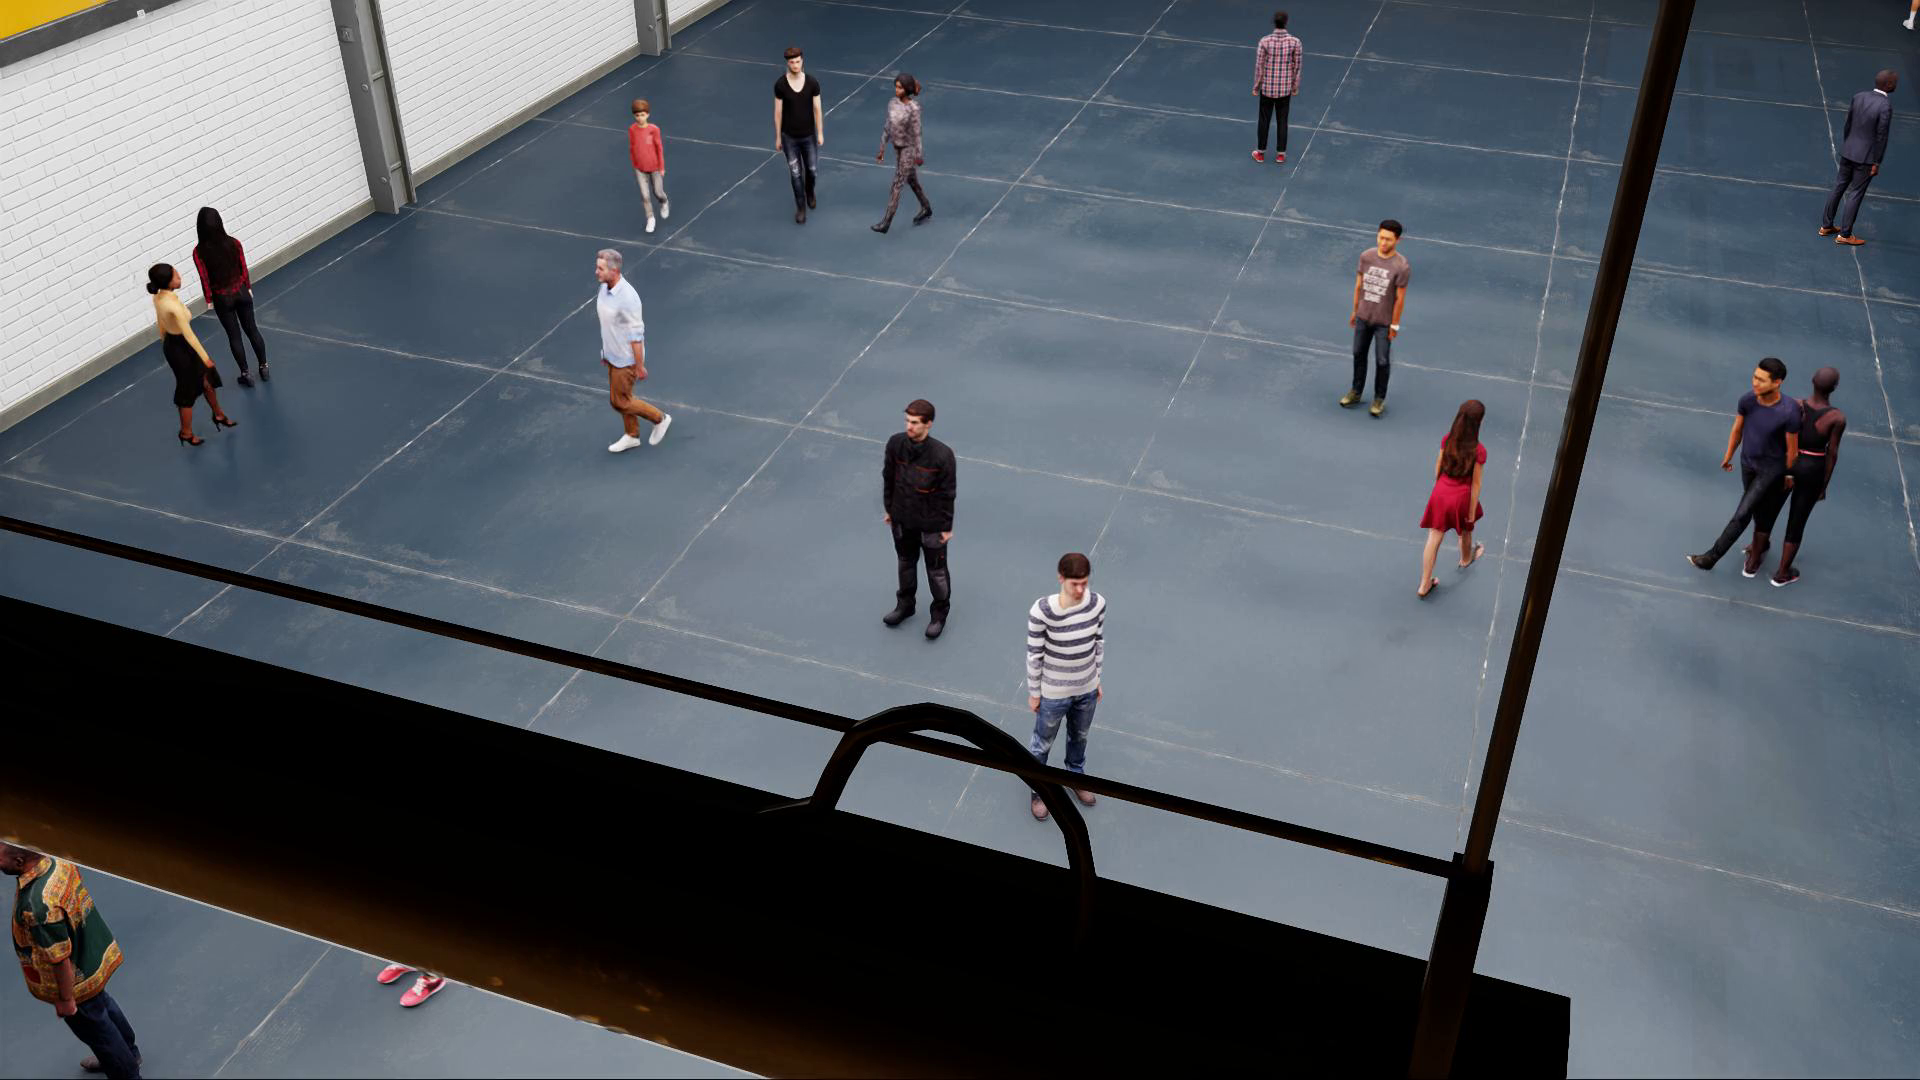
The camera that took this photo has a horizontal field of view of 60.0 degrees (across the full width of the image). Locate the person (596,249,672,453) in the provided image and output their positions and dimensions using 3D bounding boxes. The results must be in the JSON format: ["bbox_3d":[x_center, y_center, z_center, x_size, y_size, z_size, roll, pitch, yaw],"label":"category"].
[{"bbox_3d":[-2.712,-1.559,13.692,0.950,1.813,0.889,-20,38,-27],"label":"person"}]

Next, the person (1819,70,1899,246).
[{"bbox_3d":[9.415,-4.015,17.378,0.853,1.824,0.745,-8,34,-12],"label":"person"}]

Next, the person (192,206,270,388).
[{"bbox_3d":[-6.452,-2.152,14.728,0.720,1.656,0.590,28,43,36],"label":"person"}]

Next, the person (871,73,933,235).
[{"bbox_3d":[-0.519,-4.114,17.673,1.210,1.663,0.962,-25,41,-33],"label":"person"}]

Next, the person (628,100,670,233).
[{"bbox_3d":[-3.327,-4.023,17.770,0.619,1.403,0.779,3,34,5],"label":"person"}]

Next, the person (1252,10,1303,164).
[{"bbox_3d":[3.671,-5.262,19.312,0.756,1.760,0.699,1,34,2],"label":"person"}]

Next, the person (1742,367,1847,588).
[{"bbox_3d":[6.088,-0.471,12.106,0.663,1.758,0.672,28,42,35],"label":"person"}]

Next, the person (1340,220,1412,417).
[{"bbox_3d":[3.596,-1.930,14.286,0.691,1.774,0.666,26,42,34],"label":"person"}]

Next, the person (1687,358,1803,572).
[{"bbox_3d":[5.978,-0.551,12.259,1.173,1.720,1.124,-15,36,-21],"label":"person"}]

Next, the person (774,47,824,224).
[{"bbox_3d":[-1.738,-4.384,17.878,0.850,1.884,0.931,-3,34,-5],"label":"person"}]

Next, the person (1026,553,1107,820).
[{"bbox_3d":[0.635,0.854,10.028,0.719,1.852,0.759,-12,35,-17],"label":"person"}]

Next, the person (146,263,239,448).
[{"bbox_3d":[-6.510,-1.485,13.739,0.857,1.638,0.764,-28,43,-35],"label":"person"}]

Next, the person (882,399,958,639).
[{"bbox_3d":[-0.267,-0.167,11.576,0.754,1.838,0.627,17,37,24],"label":"person"}]

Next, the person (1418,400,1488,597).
[{"bbox_3d":[3.531,-0.266,12.015,0.801,1.517,1.060,26,42,34],"label":"person"}]

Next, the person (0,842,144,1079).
[{"bbox_3d":[-4.389,2.088,8.211,0.884,1.808,0.819,-13,36,-19],"label":"person"}]
